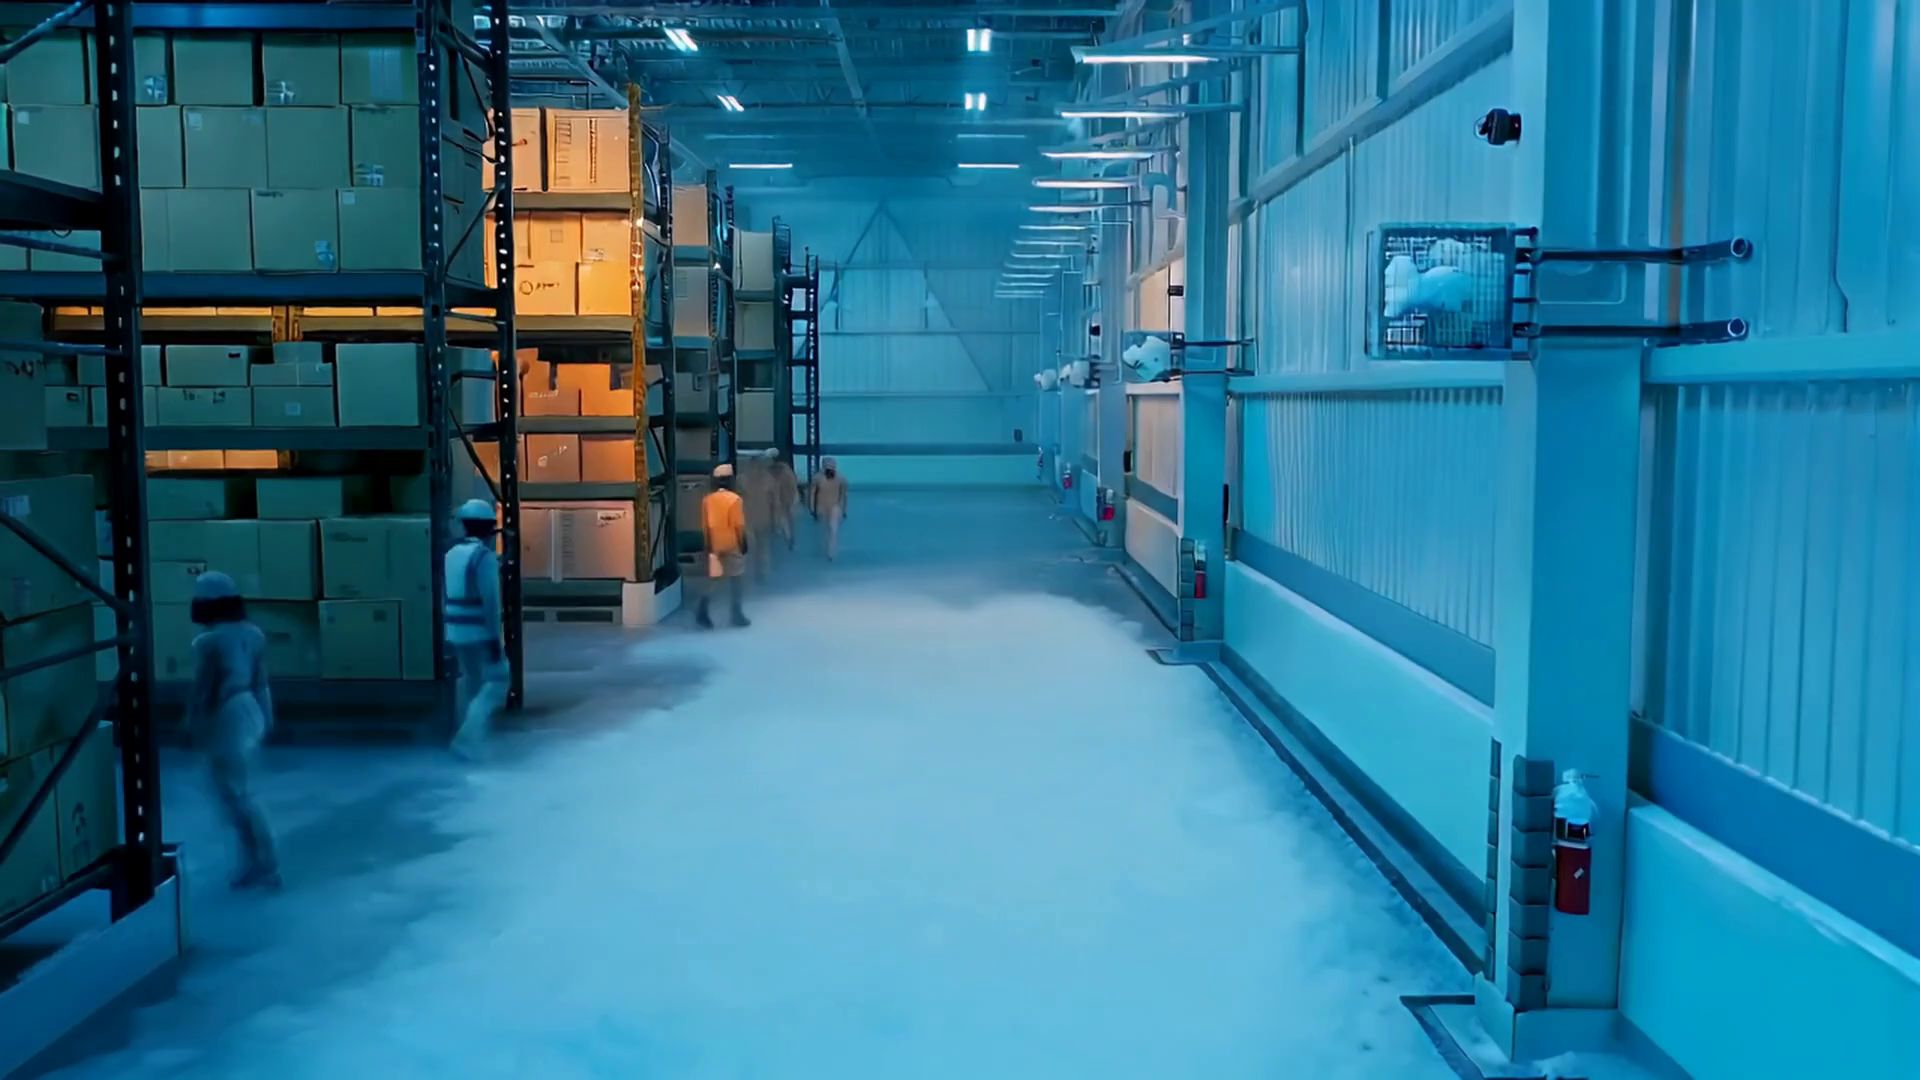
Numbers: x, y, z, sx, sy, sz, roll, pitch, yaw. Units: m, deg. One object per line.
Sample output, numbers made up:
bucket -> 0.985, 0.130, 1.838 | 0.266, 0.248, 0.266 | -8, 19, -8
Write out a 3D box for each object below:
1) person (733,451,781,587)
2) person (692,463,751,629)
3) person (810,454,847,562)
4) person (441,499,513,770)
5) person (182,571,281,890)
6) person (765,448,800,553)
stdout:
person -> -2.798, -0.281, 22.888 | 0.655, 1.889, 0.714 | 0, 5, 2
person -> -2.696, 0.087, 18.640 | 0.595, 1.892, 0.818 | 3, 6, 30
person -> -2.093, -0.513, 26.500 | 0.591, 1.731, 0.481 | -1, 5, -8
person -> -3.406, 0.668, 11.724 | 0.671, 1.900, 0.478 | 4, 7, 42
person -> -3.863, 1.018, 8.762 | 0.546, 1.708, 0.485 | 0, 5, 4
person -> -3.065, -0.666, 28.145 | 0.617, 1.756, 0.903 | -4, 6, -38
